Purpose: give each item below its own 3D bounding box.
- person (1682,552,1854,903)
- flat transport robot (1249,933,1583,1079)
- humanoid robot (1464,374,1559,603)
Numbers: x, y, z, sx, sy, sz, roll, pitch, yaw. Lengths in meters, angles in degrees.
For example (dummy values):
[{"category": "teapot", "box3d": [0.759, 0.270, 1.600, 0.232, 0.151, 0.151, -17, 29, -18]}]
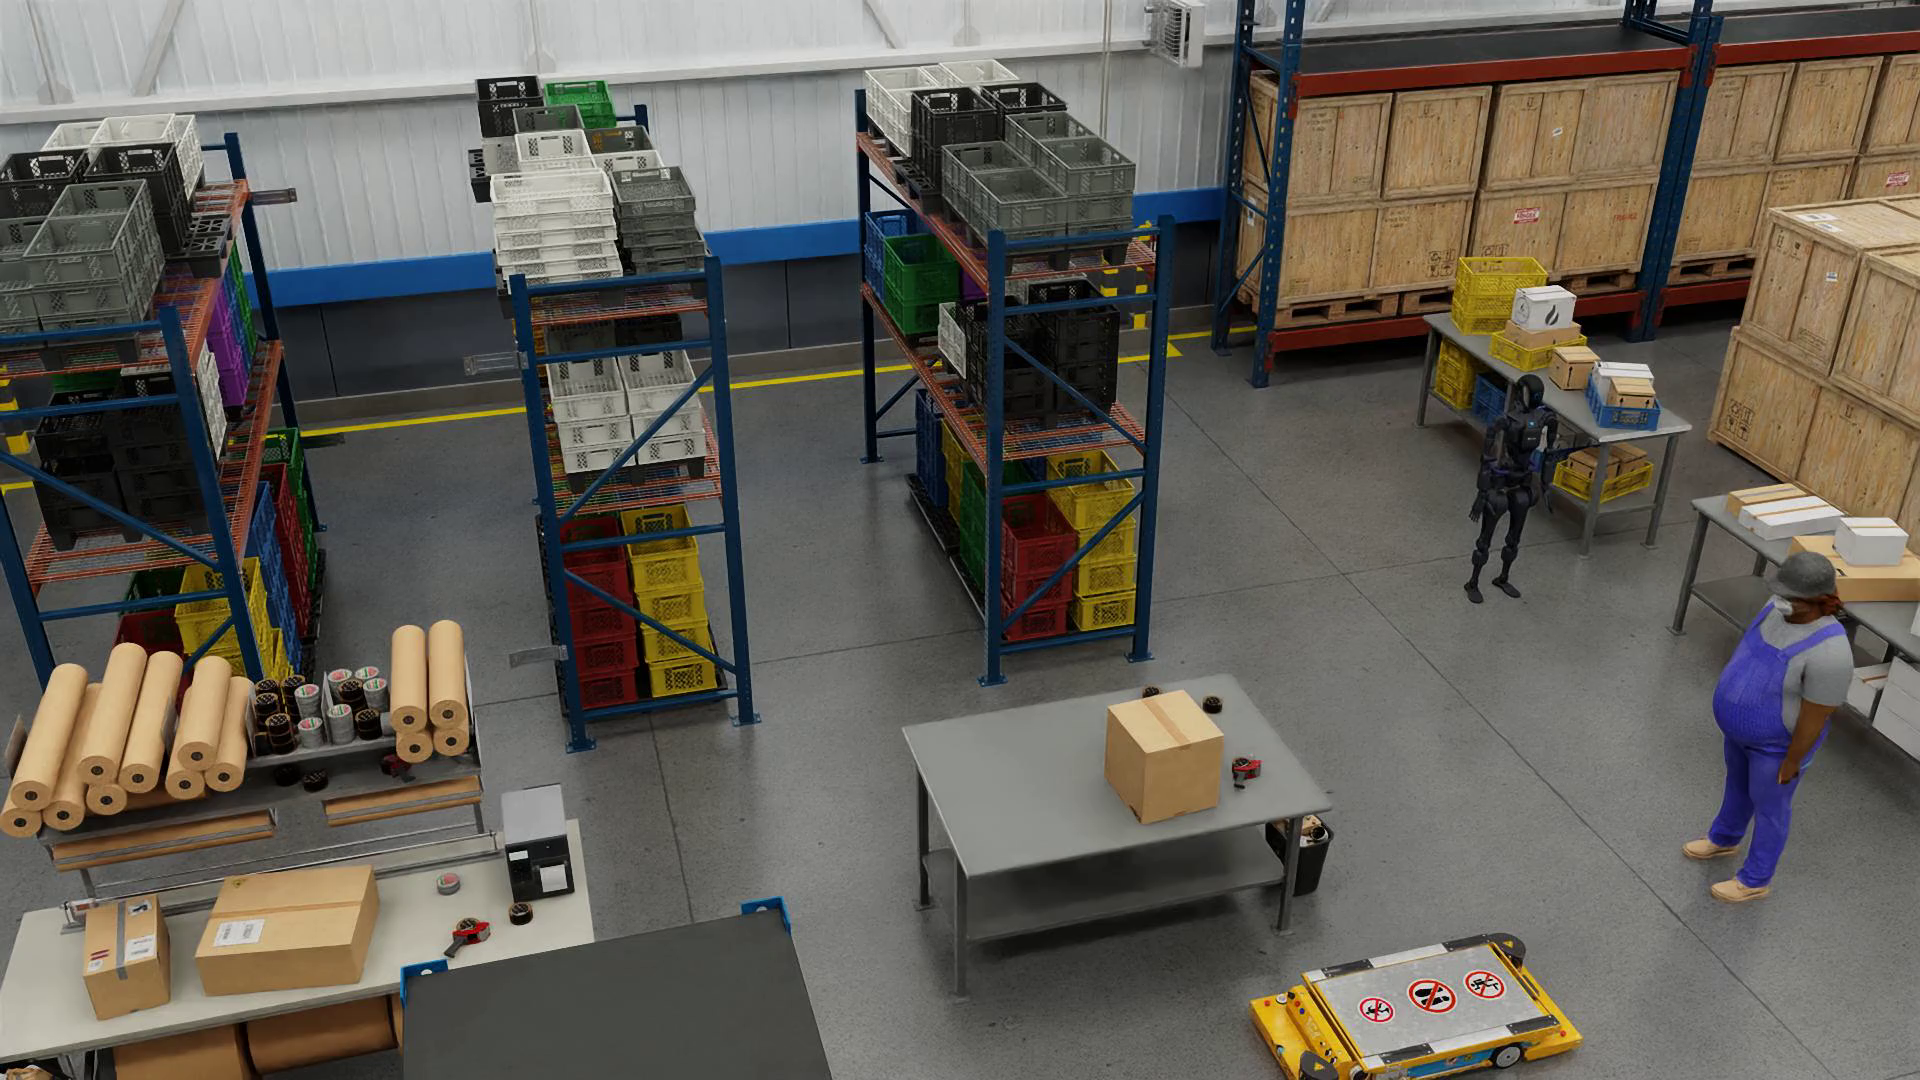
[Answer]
[{"category": "person", "box3d": [4.165, 0.943, 8.608, 0.536, 2.000, 0.680, -1, 29, -2]}, {"category": "flat transport robot", "box3d": [2.184, 2.282, 7.980, 1.431, 0.197, 0.652, -8, 30, -14]}, {"category": "humanoid robot", "box3d": [3.760, -0.348, 11.314, 0.589, 1.660, 0.327, -7, 30, -13]}]
